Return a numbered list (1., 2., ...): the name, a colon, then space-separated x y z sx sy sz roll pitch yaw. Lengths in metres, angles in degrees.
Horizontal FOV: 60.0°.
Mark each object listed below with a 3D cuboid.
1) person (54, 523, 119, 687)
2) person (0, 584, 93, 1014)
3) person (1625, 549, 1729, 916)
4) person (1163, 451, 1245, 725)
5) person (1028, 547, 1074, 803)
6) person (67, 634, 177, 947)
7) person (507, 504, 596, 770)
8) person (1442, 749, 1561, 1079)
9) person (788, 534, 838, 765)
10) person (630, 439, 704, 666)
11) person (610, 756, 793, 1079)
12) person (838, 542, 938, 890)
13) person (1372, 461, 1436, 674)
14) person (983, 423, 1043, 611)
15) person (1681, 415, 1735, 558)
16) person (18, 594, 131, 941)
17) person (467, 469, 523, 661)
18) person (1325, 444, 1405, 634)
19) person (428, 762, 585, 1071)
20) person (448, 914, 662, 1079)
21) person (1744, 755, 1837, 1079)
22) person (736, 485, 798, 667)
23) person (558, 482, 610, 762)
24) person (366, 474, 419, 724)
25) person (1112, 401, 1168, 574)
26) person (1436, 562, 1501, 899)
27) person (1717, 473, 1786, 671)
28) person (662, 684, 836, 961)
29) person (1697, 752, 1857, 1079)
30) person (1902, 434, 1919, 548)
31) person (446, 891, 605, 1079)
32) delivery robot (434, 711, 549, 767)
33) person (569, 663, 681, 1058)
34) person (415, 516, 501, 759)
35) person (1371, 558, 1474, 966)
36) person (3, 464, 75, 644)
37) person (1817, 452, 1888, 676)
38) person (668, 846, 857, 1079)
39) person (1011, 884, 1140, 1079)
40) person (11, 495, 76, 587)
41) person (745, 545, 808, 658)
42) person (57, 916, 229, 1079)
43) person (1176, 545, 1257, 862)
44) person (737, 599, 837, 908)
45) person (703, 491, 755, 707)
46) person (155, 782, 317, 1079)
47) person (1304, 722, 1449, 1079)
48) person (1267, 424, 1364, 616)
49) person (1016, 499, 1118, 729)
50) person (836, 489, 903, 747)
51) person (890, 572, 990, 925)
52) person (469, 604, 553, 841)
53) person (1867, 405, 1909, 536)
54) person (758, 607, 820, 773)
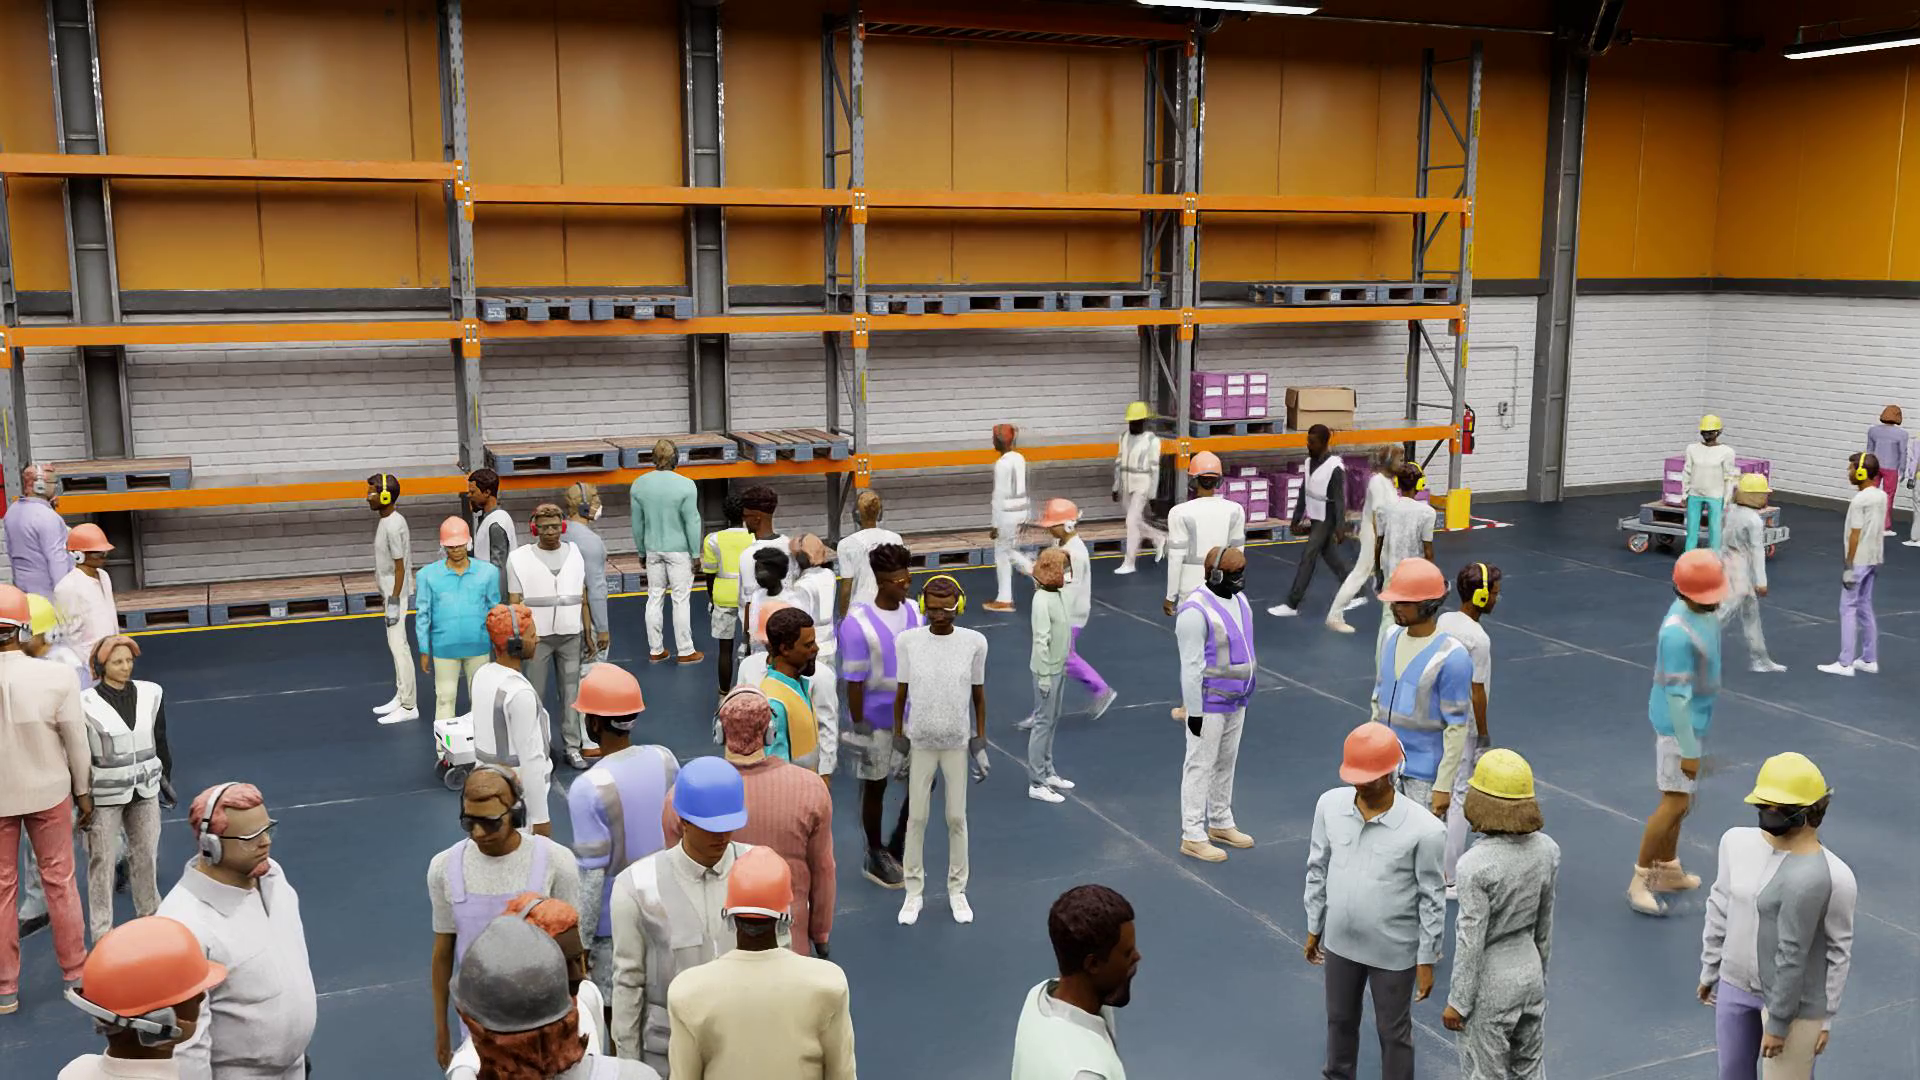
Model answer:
1. person: -5.655 0.755 10.885 0.341 1.752 0.563 -1 10 -3
2. person: -4.351 1.189 7.696 0.614 1.994 0.381 -6 11 -29
3. person: 3.866 0.997 8.865 0.387 1.987 0.697 6 12 31
4. person: 1.795 0.357 12.348 0.615 2.041 0.384 -3 10 -17
5. person: 0.589 0.850 10.688 0.271 1.632 0.508 3 10 17
6. person: -4.146 1.270 8.242 0.309 1.643 0.514 6 12 32
7. person: -2.749 0.657 11.191 0.572 1.843 0.373 -6 11 -30
8. person: 1.934 1.606 6.017 0.490 1.743 0.324 -6 12 -31
9. person: -0.985 0.763 11.173 0.310 1.640 0.514 4 10 20
10. person: -2.470 0.107 14.091 0.628 1.940 0.373 3 10 18
11. person: -0.815 1.624 5.361 0.604 1.939 0.415 -5 11 -25
12. person: -0.371 0.971 9.082 0.615 1.945 0.481 -9 13 -41
13. person: 3.515 0.308 13.167 0.512 1.862 0.330 8 12 37
14. person: 0.542 -0.206 16.126 0.598 1.867 0.572 4 11 21
15. person: 8.031 -0.469 17.903 0.525 1.769 0.327 9 13 42
16. person: -4.691 1.124 8.695 0.598 1.796 0.818 6 11 30
17. person: -3.442 0.414 12.415 0.387 1.910 0.590 -4 11 -21
18. person: 3.808 0.015 15.097 1.024 1.783 0.546 5 11 28
19. person: -1.522 1.627 5.642 0.523 1.834 0.343 0 10 -1
20. person: -1.008 1.832 3.858 0.684 2.000 0.538 -7 12 -36
21. person: 2.909 1.624 5.891 0.341 1.756 0.531 5 11 26
22. person: -1.304 0.609 11.125 0.367 1.965 0.606 4 11 21
23. person: -2.597 0.559 11.490 0.369 1.939 0.631 -8 13 -39
24. person: -4.256 0.430 12.428 0.325 1.871 0.524 -4 11 -23
25. person: 2.004 -0.587 18.228 0.779 1.900 0.597 -7 12 -34
26. person: 2.727 1.032 9.012 0.338 1.858 0.524 -2 10 -10
27. person: 6.438 0.283 13.785 0.902 1.697 0.497 1 10 3
28. person: -0.791 1.480 6.277 0.641 1.908 0.407 -2 10 -14
29. person: 2.881 1.609 5.926 0.300 1.772 0.524 -6 12 -32
30. person: 11.494 -0.720 19.746 0.517 1.632 0.314 -2 10 -14
31. person: -1.085 1.825 4.351 0.337 1.882 0.583 3 10 19
32. delivery robot: -3.110 1.280 11.047 0.707 0.478 0.477 -6 11 -30
33. person: -1.322 1.430 6.469 0.368 1.939 0.542 6 11 30
34. person: -3.351 0.705 11.174 0.572 1.750 0.330 -4 11 -23
35. person: 2.201 1.091 8.131 0.370 2.040 0.608 -5 11 -25
36. person: -6.952 0.369 12.681 0.652 1.904 0.403 7 12 34
37. person: 7.460 0.199 13.797 0.534 1.862 0.355 -7 12 -35
38. person: -0.587 1.774 5.014 0.560 1.753 0.329 -1 10 -5
39. person: 0.281 1.817 4.334 0.400 1.914 0.591 -1 10 -4
40. person: -7.171 0.429 13.097 0.525 1.639 0.307 0 10 -3
41. person: -1.146 0.842 10.658 0.815 1.665 0.533 -7 12 -37
42. person: -1.860 1.844 3.920 0.611 1.995 0.380 7 12 34
43. person: 1.499 0.932 9.649 0.429 1.835 0.624 8 13 38
44. person: -0.919 1.156 8.581 0.573 1.748 0.343 4 11 21
45. person: -1.683 0.472 12.686 0.535 1.697 0.318 0 10 -2
46. person: -2.201 1.671 5.170 0.406 1.906 0.654 1 10 4
47. person: 1.564 1.538 6.394 0.573 1.744 0.348 9 13 42
48. person: 3.492 -0.202 16.085 1.036 1.866 0.607 -2 10 -13
49. person: 0.791 0.540 12.213 0.787 1.718 0.625 -1 10 -8
50. person: -0.643 0.558 11.764 0.507 1.846 0.345 -6 12 -31
51. person: -0.105 1.085 8.677 0.519 1.865 0.326 0 10 -2
52. person: -2.079 1.225 7.811 0.350 1.882 0.583 -8 13 -38
53. person: 11.441 -0.859 20.566 0.279 1.624 0.494 -7 12 -35
54. person: -0.803 1.245 7.590 0.397 1.920 0.587 0 10 0
